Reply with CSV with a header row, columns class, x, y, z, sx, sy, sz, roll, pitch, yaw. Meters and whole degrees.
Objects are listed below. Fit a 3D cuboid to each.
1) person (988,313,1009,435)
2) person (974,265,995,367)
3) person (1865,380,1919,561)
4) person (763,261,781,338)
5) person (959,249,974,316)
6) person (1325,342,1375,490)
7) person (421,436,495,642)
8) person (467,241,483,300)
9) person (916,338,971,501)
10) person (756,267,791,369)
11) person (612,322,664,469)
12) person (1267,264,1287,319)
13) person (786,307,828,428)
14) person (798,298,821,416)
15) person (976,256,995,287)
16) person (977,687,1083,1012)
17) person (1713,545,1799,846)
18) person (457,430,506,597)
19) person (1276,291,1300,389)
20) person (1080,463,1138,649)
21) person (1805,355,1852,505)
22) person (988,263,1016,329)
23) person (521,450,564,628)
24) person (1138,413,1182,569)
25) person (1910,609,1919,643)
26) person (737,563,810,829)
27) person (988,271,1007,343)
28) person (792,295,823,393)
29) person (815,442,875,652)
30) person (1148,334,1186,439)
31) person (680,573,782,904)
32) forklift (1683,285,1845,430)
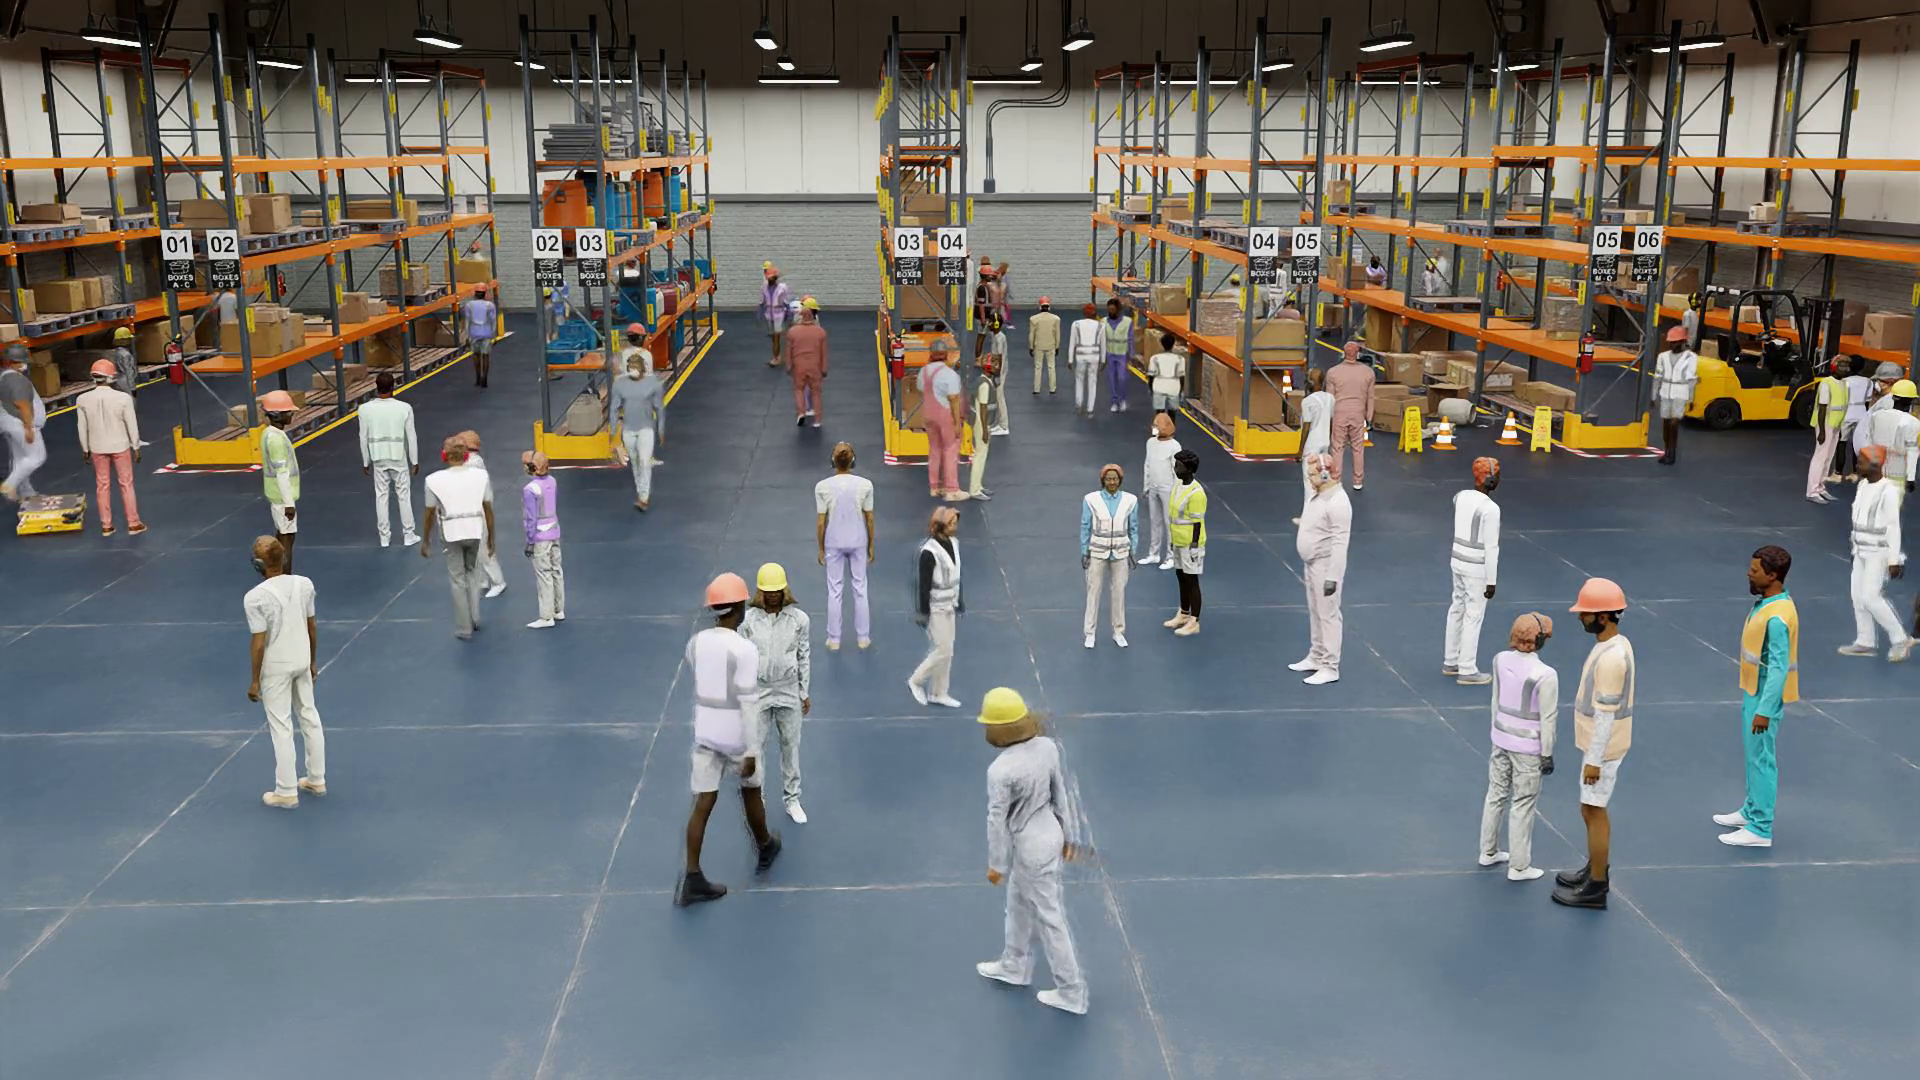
class,x,y,z,sx,sy,sz,roll,pitch,yaw
person,0.580,-2.533,25.401,0.325,1.861,0.501,-1,13,-4
person,0.494,-4.463,33.206,0.411,2.034,0.604,1,13,6
person,9.893,-0.743,17.658,0.379,1.925,0.594,-5,14,-21
person,-4.368,-5.536,38.341,0.357,1.760,0.519,-9,16,-33
person,0.162,-6.700,43.291,0.350,1.743,0.563,5,14,21
person,4.947,-1.578,21.242,0.651,1.906,0.403,0,13,-2
person,-4.471,-0.013,14.792,0.595,1.820,0.555,-10,17,-37
person,-12.429,-6.695,42.752,0.433,1.980,0.651,-5,14,-22
person,-0.169,-1.541,20.795,0.538,2.000,0.797,-12,18,-41
person,-3.741,-4.412,33.066,0.646,1.987,1.048,4,14,17
person,-4.410,-1.926,22.485,0.664,2.008,0.753,11,17,39
person,7.273,-5.558,38.166,0.358,1.880,0.575,-9,16,-34
person,-2.383,-2.691,26.044,0.664,1.876,0.464,-2,13,-8
person,-2.471,-2.991,27.217,0.417,1.917,0.582,-6,15,-25
person,0.650,-6.396,42.257,0.503,1.625,0.302,-5,14,-20
person,0.303,1.557,8.409,0.752,1.685,0.490,8,15,30
person,5.030,0.973,10.409,0.376,1.917,0.600,5,14,19
person,-4.701,-0.264,16.305,0.384,1.621,0.566,-4,14,-16
person,5.981,-3.639,30.277,0.316,1.766,0.533,-12,18,-42
person,1.303,0.135,14.551,0.514,1.642,0.310,-1,13,-5
person,10.699,-1.372,20.504,0.571,1.839,0.372,-12,18,-41
person,1.017,-5.927,40.401,0.831,1.623,0.509,5,14,21
person,-3.811,-0.011,15.170,0.313,1.642,0.513,3,14,13
person,2.101,-0.513,17.311,0.279,1.632,0.502,-10,16,-36
person,8.751,0.035,14.377,0.839,1.917,0.642,10,17,37
person,-1.194,0.994,10.696,0.487,1.744,0.294,-4,14,-17
person,0.827,-5.203,37.192,0.527,1.629,0.405,-7,15,-28
person,-2.706,-3.494,29.682,0.559,1.752,0.325,7,15,29
person,-0.993,0.063,14.418,0.508,1.846,0.345,-2,13,-9
person,3.020,-2.187,24.357,0.547,1.650,0.873,2,13,8
person,-1.367,1.143,9.776,0.558,1.883,0.935,8,16,31
forklift,12.503,-2.886,26.166,2.313,2.155,1.214,-1,13,-3
